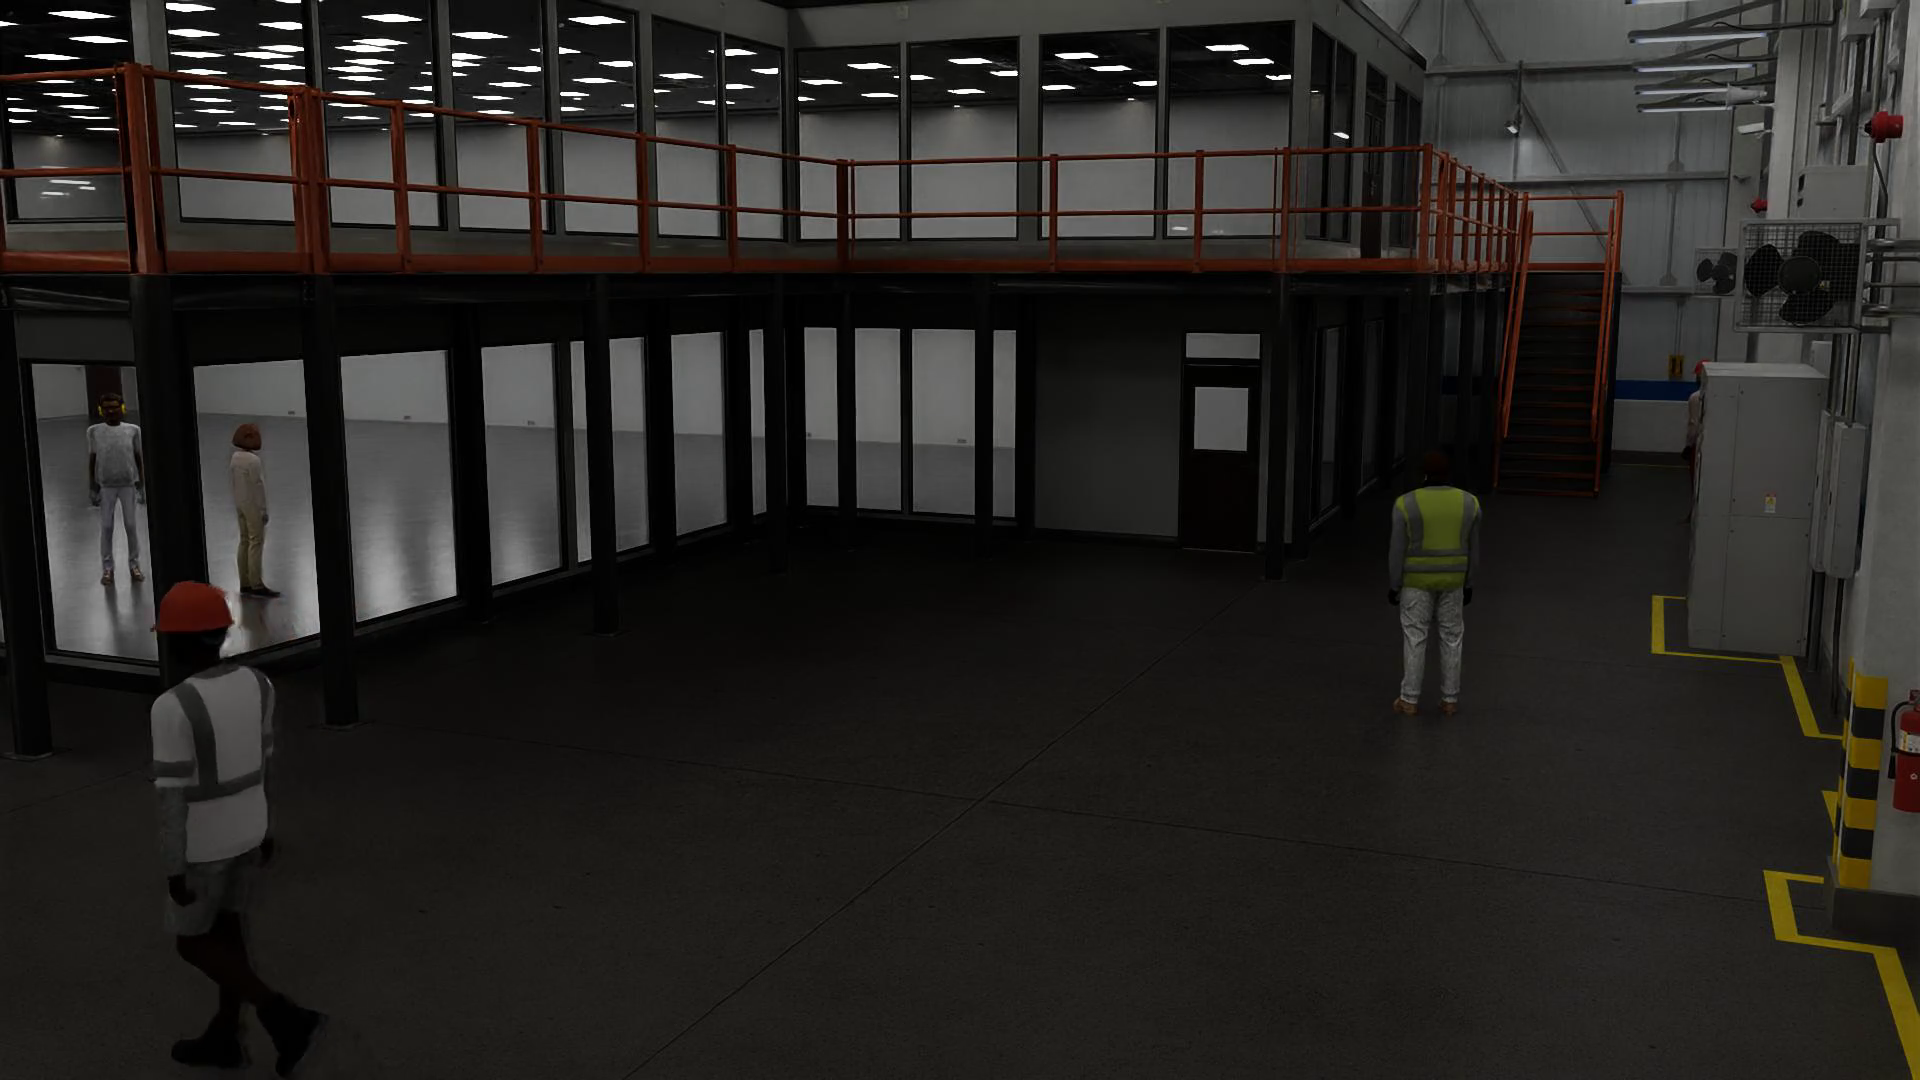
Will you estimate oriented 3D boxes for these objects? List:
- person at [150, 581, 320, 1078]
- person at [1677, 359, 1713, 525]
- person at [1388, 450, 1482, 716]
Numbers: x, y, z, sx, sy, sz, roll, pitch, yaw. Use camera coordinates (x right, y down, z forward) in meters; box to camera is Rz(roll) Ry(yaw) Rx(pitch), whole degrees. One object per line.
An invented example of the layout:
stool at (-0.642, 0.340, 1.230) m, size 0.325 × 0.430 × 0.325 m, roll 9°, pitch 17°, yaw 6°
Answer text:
person at (-2.712, 1.104, 6.212) m, size 0.683 × 1.922 × 0.547 m, roll 3°, pitch 10°, yaw 19°
person at (8.928, -1.167, 19.988) m, size 0.609 × 1.996 × 0.379 m, roll -5°, pitch 10°, yaw -28°
person at (3.236, 0.298, 11.427) m, size 0.627 × 1.844 × 0.429 m, roll 0°, pitch 9°, yaw -3°
